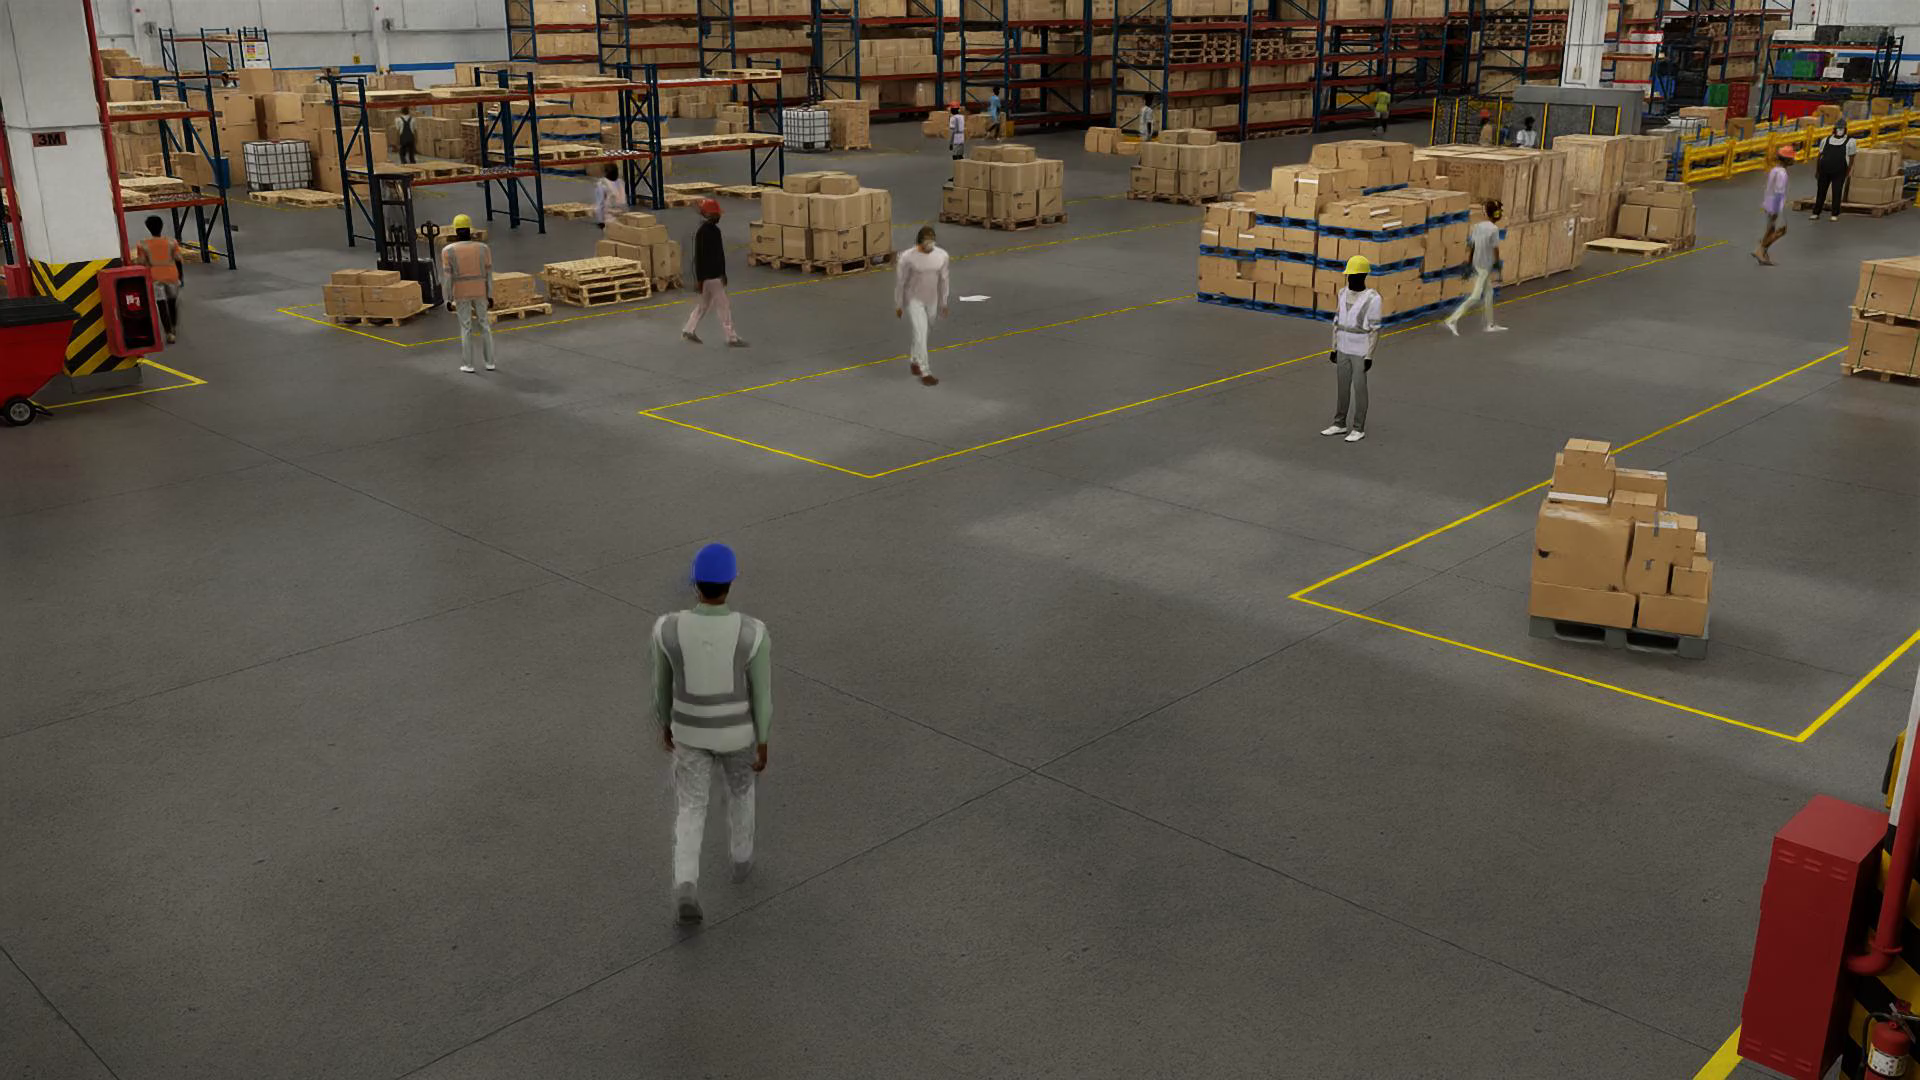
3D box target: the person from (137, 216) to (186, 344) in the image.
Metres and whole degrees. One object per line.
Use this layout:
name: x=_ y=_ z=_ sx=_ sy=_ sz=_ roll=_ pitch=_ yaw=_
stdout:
person: x=-10.659 y=-3.486 z=22.194 sx=0.549 sy=1.642 sz=0.858 roll=-12 pitch=22 yaw=-32

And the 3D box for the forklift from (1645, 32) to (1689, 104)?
forklift: x=28.735 y=-19.058 z=67.200 sx=1.129 sy=2.768 sz=1.873 roll=17 pitch=24 yaw=41

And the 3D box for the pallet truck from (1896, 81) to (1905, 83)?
pallet truck: x=34.802 y=-16.331 z=61.455 sx=0.653 sy=1.274 sz=1.630 roll=17 pitch=25 yaw=41

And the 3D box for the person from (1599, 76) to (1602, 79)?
person: x=22.129 y=-15.570 z=58.213 sx=0.646 sy=1.907 sz=0.401 roll=15 pitch=23 yaw=37

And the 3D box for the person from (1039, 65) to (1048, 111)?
person: x=3.066 y=-16.588 z=61.281 sx=0.401 sy=1.906 sz=0.650 roll=-8 pitch=20 yaw=-22

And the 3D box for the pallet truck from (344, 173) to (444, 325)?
pallet truck: x=-8.209 y=-4.181 z=23.757 sx=0.823 sy=1.965 sz=1.885 roll=3 pitch=19 yaw=9

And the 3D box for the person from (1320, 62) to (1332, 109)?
person: x=13.545 y=-16.696 z=61.557 sx=0.635 sy=1.937 sz=0.352 roll=-11 pitch=21 yaw=-30

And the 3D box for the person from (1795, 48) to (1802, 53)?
person: x=42.593 y=-24.299 z=84.564 sx=0.543 sy=1.881 sz=1.031 roll=-10 pitch=21 yaw=-28

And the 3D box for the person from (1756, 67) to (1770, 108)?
person: x=31.701 y=-17.811 z=65.455 sx=0.602 sy=1.590 sz=0.553 roll=2 pitch=18 yaw=6

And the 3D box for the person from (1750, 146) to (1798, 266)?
person: x=13.784 y=-5.621 z=28.066 sx=0.449 sy=2.027 sz=0.606 roll=3 pitch=19 yaw=9

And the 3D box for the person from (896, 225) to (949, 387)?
person: x=-0.473 y=-2.832 z=19.884 sx=0.628 sy=1.891 sz=0.987 roll=-9 pitch=21 yaw=-26

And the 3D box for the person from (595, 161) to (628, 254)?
person: x=-5.817 y=-5.380 z=27.646 sx=0.748 sy=1.825 sz=0.625 roll=9 pitch=20 yaw=25

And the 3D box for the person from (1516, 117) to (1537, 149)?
person: x=13.205 y=-9.071 z=38.981 sx=0.544 sy=1.678 sz=0.672 roll=-5 pitch=19 yaw=-16

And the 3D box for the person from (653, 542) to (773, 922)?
person: x=-1.243 y=0.969 z=8.375 sx=0.604 sy=1.919 sz=0.851 roll=0 pitch=18 yaw=-1

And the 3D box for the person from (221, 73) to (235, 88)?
person: x=-23.707 y=-14.181 z=54.031 sx=0.583 sy=1.910 sz=0.390 roll=10 pitch=21 yaw=28

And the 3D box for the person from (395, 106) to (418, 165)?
person: x=-13.613 y=-9.786 z=40.914 sx=0.522 sy=1.824 sz=0.697 roll=-10 pitch=21 yaw=-27

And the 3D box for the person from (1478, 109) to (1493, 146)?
person: x=12.065 y=-8.849 z=37.975 sx=0.828 sy=1.911 sz=0.544 roll=6 pitch=19 yaw=16

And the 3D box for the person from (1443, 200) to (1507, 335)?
person: x=7.050 y=-3.692 z=22.574 sx=0.989 sy=1.827 sz=0.513 roll=-4 pitch=19 yaw=-12

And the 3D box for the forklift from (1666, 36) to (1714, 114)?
forklift: x=27.341 y=-17.291 z=61.877 sx=1.129 sy=2.768 sz=1.873 roll=17 pitch=25 yaw=41

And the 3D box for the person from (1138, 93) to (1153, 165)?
person: x=4.763 y=-10.516 z=42.948 sx=0.432 sy=1.952 sz=0.655 roll=-5 pitch=19 yaw=-16

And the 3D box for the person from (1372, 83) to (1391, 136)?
person: x=13.444 y=-13.730 z=53.052 sx=0.533 sy=1.660 sz=0.831 roll=13 pitch=22 yaw=33

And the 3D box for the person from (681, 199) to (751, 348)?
person: x=-3.268 y=-3.489 z=21.756 sx=1.004 sy=1.950 sz=0.626 roll=3 pitch=19 yaw=10

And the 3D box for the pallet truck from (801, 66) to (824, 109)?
pallet truck: x=-4.812 y=-15.182 z=56.903 sx=0.823 sy=1.965 sz=1.885 roll=-9 pitch=21 yaw=-26

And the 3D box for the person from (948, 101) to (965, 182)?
person: x=-0.104 y=-9.728 z=40.588 sx=0.399 sy=1.928 sz=0.542 roll=11 pitch=21 yaw=30

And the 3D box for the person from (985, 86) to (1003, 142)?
person: x=1.059 y=-13.064 z=51.017 sx=0.434 sy=1.681 sz=0.551 roll=-7 pitch=20 yaw=-21

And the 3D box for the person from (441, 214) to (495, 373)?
person: x=-5.999 y=-3.003 z=20.325 sx=0.589 sy=1.924 sz=0.383 roll=-10 pitch=21 yaw=-27

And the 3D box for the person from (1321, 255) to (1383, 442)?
person: x=4.080 y=-1.988 z=17.261 sx=0.363 sy=1.928 sz=0.587 roll=-12 pitch=22 yaw=-33

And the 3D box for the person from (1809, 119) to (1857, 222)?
person: x=17.627 y=-7.467 z=33.591 sx=0.689 sy=2.000 sz=0.539 roll=15 pitch=24 yaw=39
